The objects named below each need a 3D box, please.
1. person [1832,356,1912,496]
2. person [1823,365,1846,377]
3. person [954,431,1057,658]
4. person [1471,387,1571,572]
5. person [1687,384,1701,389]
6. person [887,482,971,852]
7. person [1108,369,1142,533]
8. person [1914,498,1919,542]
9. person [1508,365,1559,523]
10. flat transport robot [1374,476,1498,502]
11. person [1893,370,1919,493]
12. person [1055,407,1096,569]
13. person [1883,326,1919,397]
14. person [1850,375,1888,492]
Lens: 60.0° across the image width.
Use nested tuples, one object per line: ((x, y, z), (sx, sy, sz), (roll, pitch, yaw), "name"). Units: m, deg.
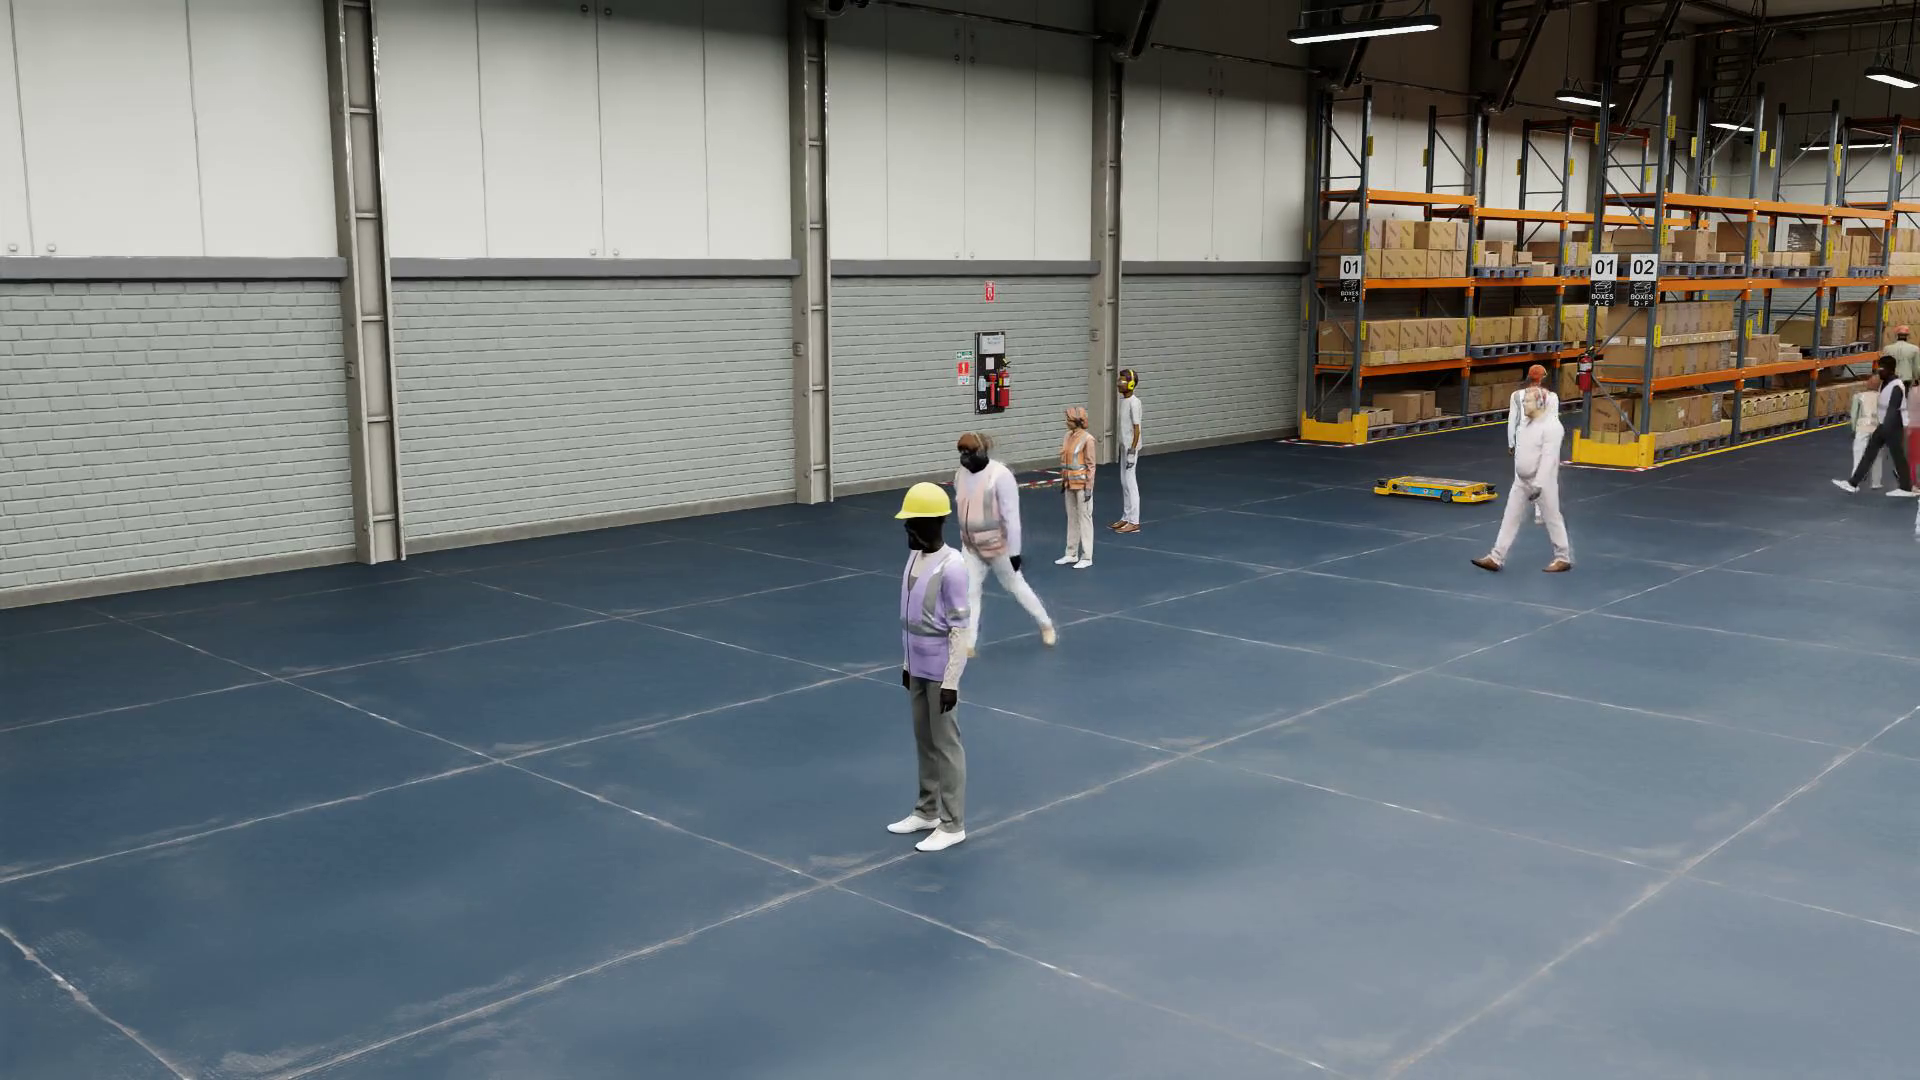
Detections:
((12.185, -1.499, 22.021), (1.003, 1.862, 0.610), (2, 10, 11), "person")
((19.578, -4.062, 37.238), (0.607, 2.007, 1.018), (8, 12, 41), "person")
((0.309, 0.025, 13.002), (0.954, 1.795, 0.651), (-9, 13, -44), "person")
((5.660, -0.582, 16.478), (1.010, 1.853, 0.646), (-3, 10, -18), "person")
((14.487, -3.264, 32.973), (0.611, 1.789, 0.886), (8, 12, 39), "person")
((-0.154, 0.656, 8.703), (0.370, 1.927, 0.588), (-5, 10, -27), "person")
((1.910, -1.022, 19.089), (0.325, 1.876, 0.521), (-2, 9, -10), "person")
((8.422, -0.087, 14.165), (0.503, 1.623, 0.382), (1, 9, 9), "person")
((6.816, -1.141, 19.784), (0.586, 1.883, 0.340), (6, 11, 33), "person")
((6.252, -0.679, 21.870), (1.431, 0.197, 0.652), (9, 13, 43), "flat transport robot")
((12.903, -1.506, 22.418), (0.543, 1.738, 0.476), (-5, 11, -28), "person")
((1.189, -0.531, 16.818), (0.313, 1.638, 0.513), (-5, 11, -28), "person")
((17.485, -2.999, 30.919), (0.618, 1.939, 1.021), (7, 12, 38), "person")
((12.381, -1.447, 22.602), (0.538, 1.574, 0.782), (5, 11, 28), "person")
